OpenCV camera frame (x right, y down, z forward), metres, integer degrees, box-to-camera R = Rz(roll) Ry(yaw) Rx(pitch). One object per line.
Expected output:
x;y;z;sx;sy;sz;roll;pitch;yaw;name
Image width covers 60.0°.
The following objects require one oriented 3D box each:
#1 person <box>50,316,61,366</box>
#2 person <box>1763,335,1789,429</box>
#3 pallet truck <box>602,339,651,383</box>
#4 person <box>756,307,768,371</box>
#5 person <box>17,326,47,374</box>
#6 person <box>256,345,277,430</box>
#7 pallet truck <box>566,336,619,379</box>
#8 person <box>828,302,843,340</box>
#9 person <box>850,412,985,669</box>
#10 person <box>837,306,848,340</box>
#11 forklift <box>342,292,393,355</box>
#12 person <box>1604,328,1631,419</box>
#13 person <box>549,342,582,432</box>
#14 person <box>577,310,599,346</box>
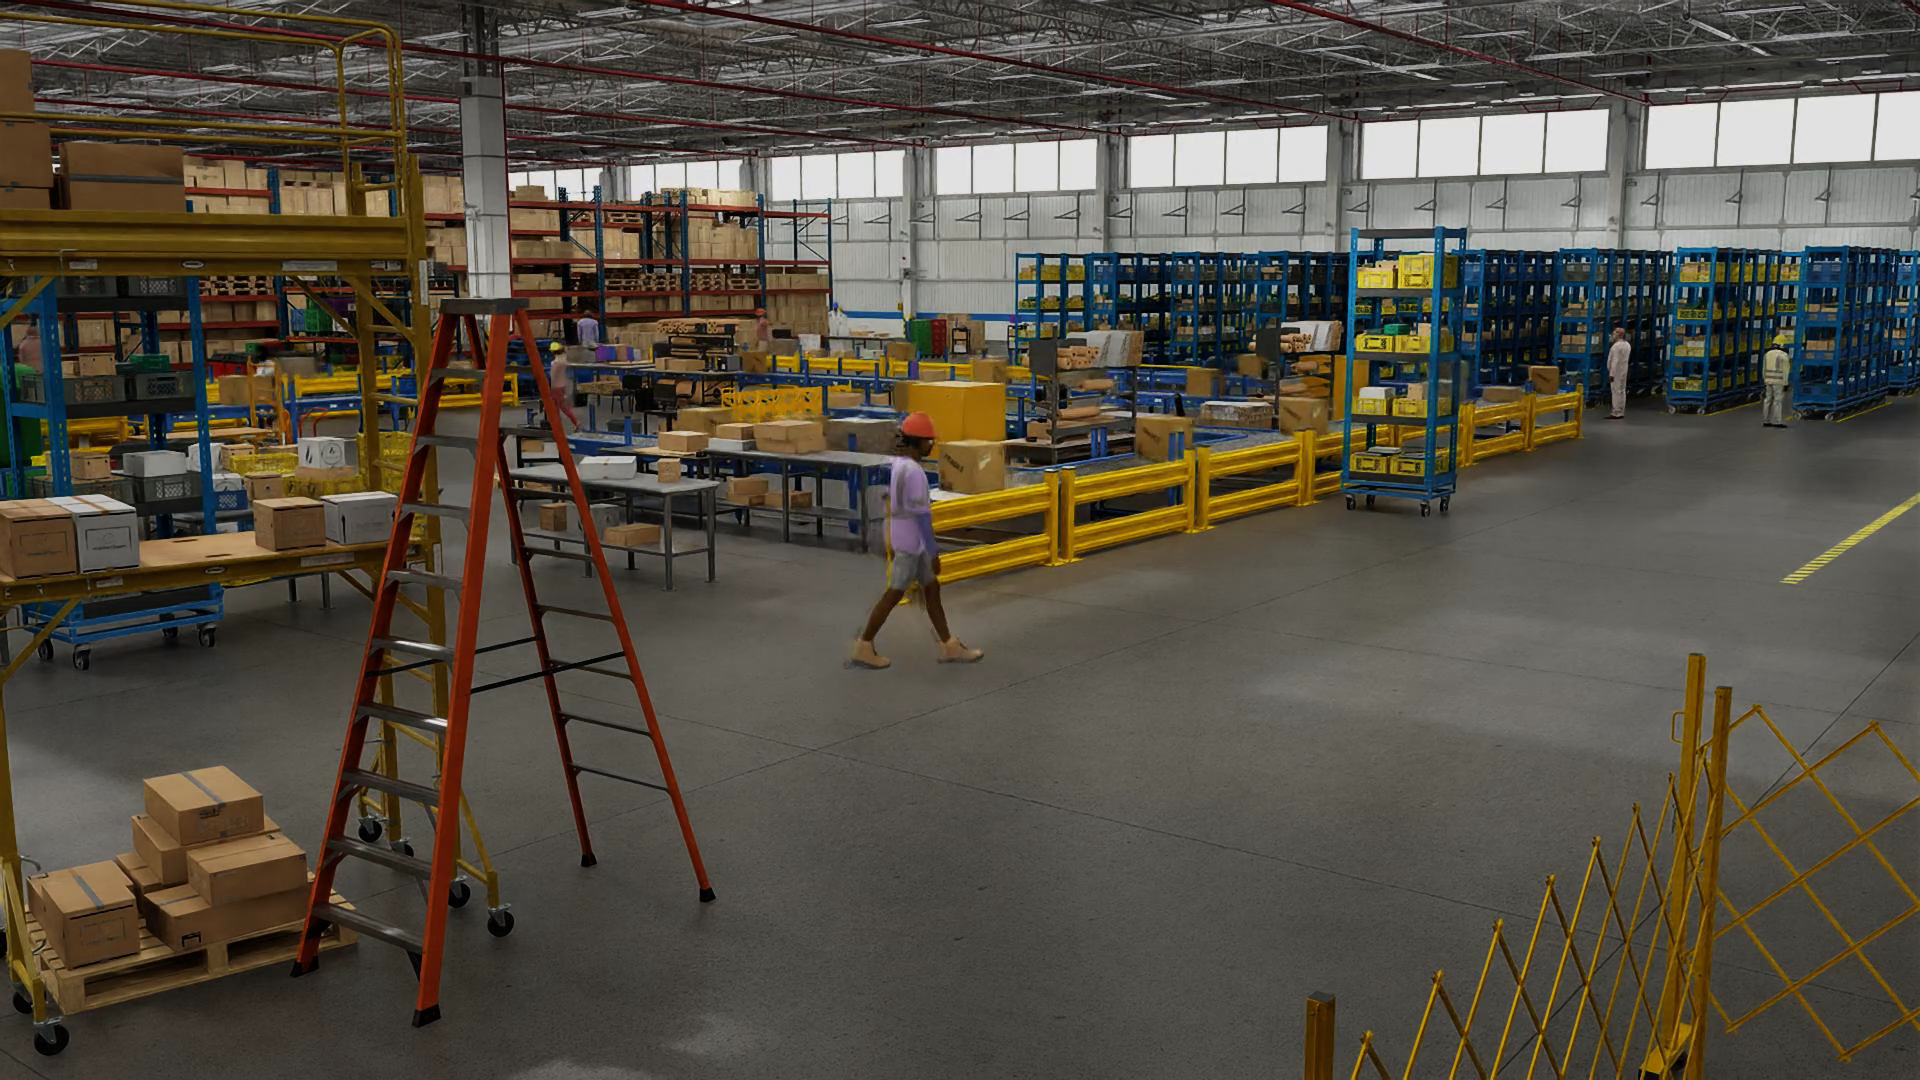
-29.544;-6.591;54.140;0.543;1.917;0.570;-2;9;-11;person
16.037;-3.103;32.651;0.403;1.835;0.588;-3;10;-17;person
-8.991;-4.871;45.351;0.653;1.274;1.630;7;11;37;pallet truck
-6.157;-6.214;51.580;0.395;1.991;0.623;2;9;13;person
-20.298;-3.746;36.503;0.671;1.884;0.541;-7;12;-39;person
-13.162;-2.849;31.509;0.556;1.684;0.367;8;12;40;person
-10.690;-5.294;48.215;1.601;1.201;0.680;-5;10;-26;pallet truck
-4.760;-8.110;63.582;0.603;1.938;0.401;-2;9;-15;person
-0.364;0.018;12.747;1.071;1.987;0.619;-1;9;-9;person
-4.780;-8.614;67.394;0.527;1.733;0.832;7;11;36;person
-16.485;-5.622;45.120;1.129;2.768;1.873;7;11;37;forklift
13.707;-3.468;34.704;0.406;1.910;0.639;9;13;43;person
-7.643;-2.924;31.833;0.801;1.736;0.530;1;9;8;person
-11.328;-6.048;50.708;0.628;1.940;0.377;-1;9;-5;person
